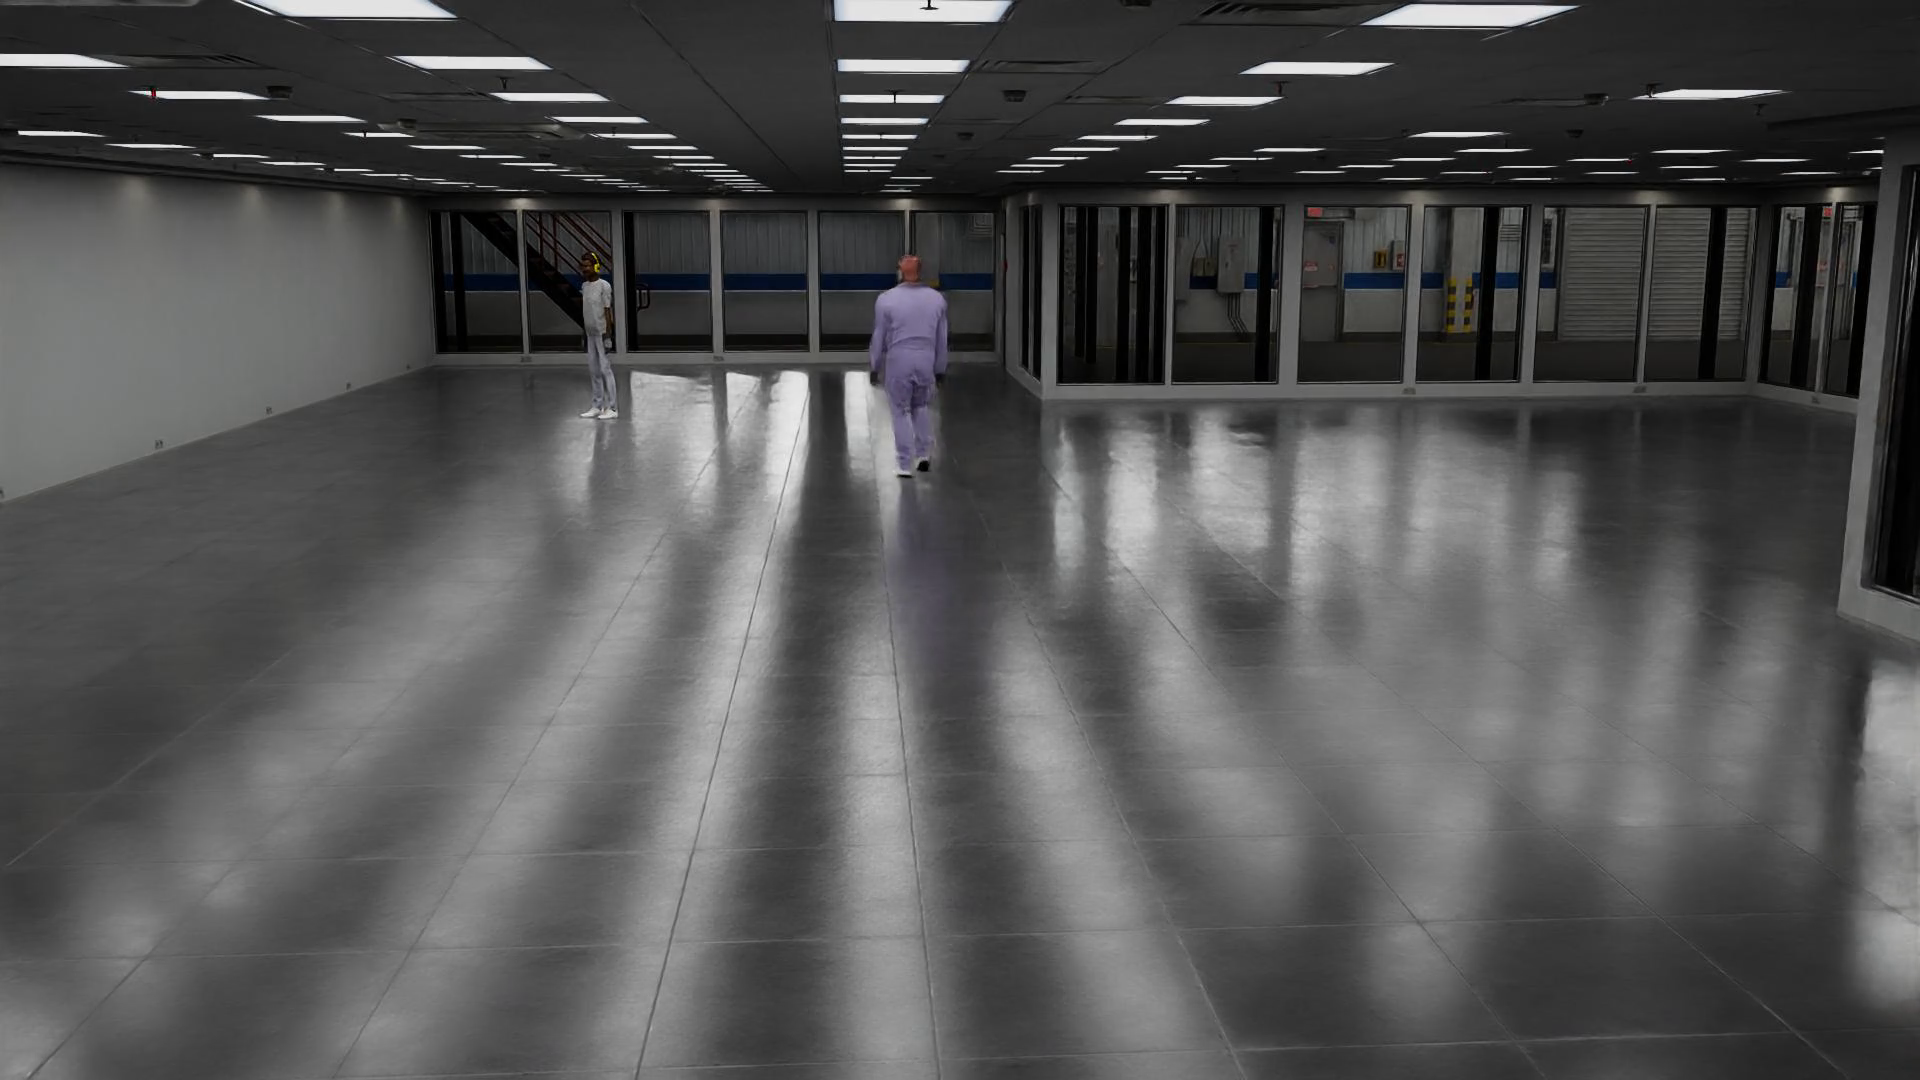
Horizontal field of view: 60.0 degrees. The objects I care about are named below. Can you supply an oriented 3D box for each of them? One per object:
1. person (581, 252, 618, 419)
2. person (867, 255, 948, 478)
[{"bbox_3d":[-4.070,-2.280,18.632,0.506,1.861,0.328,9,14,41],"label":"person"},{"bbox_3d":[-0.453,-1.482,14.245,0.656,1.889,0.534,-5,12,-24],"label":"person"}]
